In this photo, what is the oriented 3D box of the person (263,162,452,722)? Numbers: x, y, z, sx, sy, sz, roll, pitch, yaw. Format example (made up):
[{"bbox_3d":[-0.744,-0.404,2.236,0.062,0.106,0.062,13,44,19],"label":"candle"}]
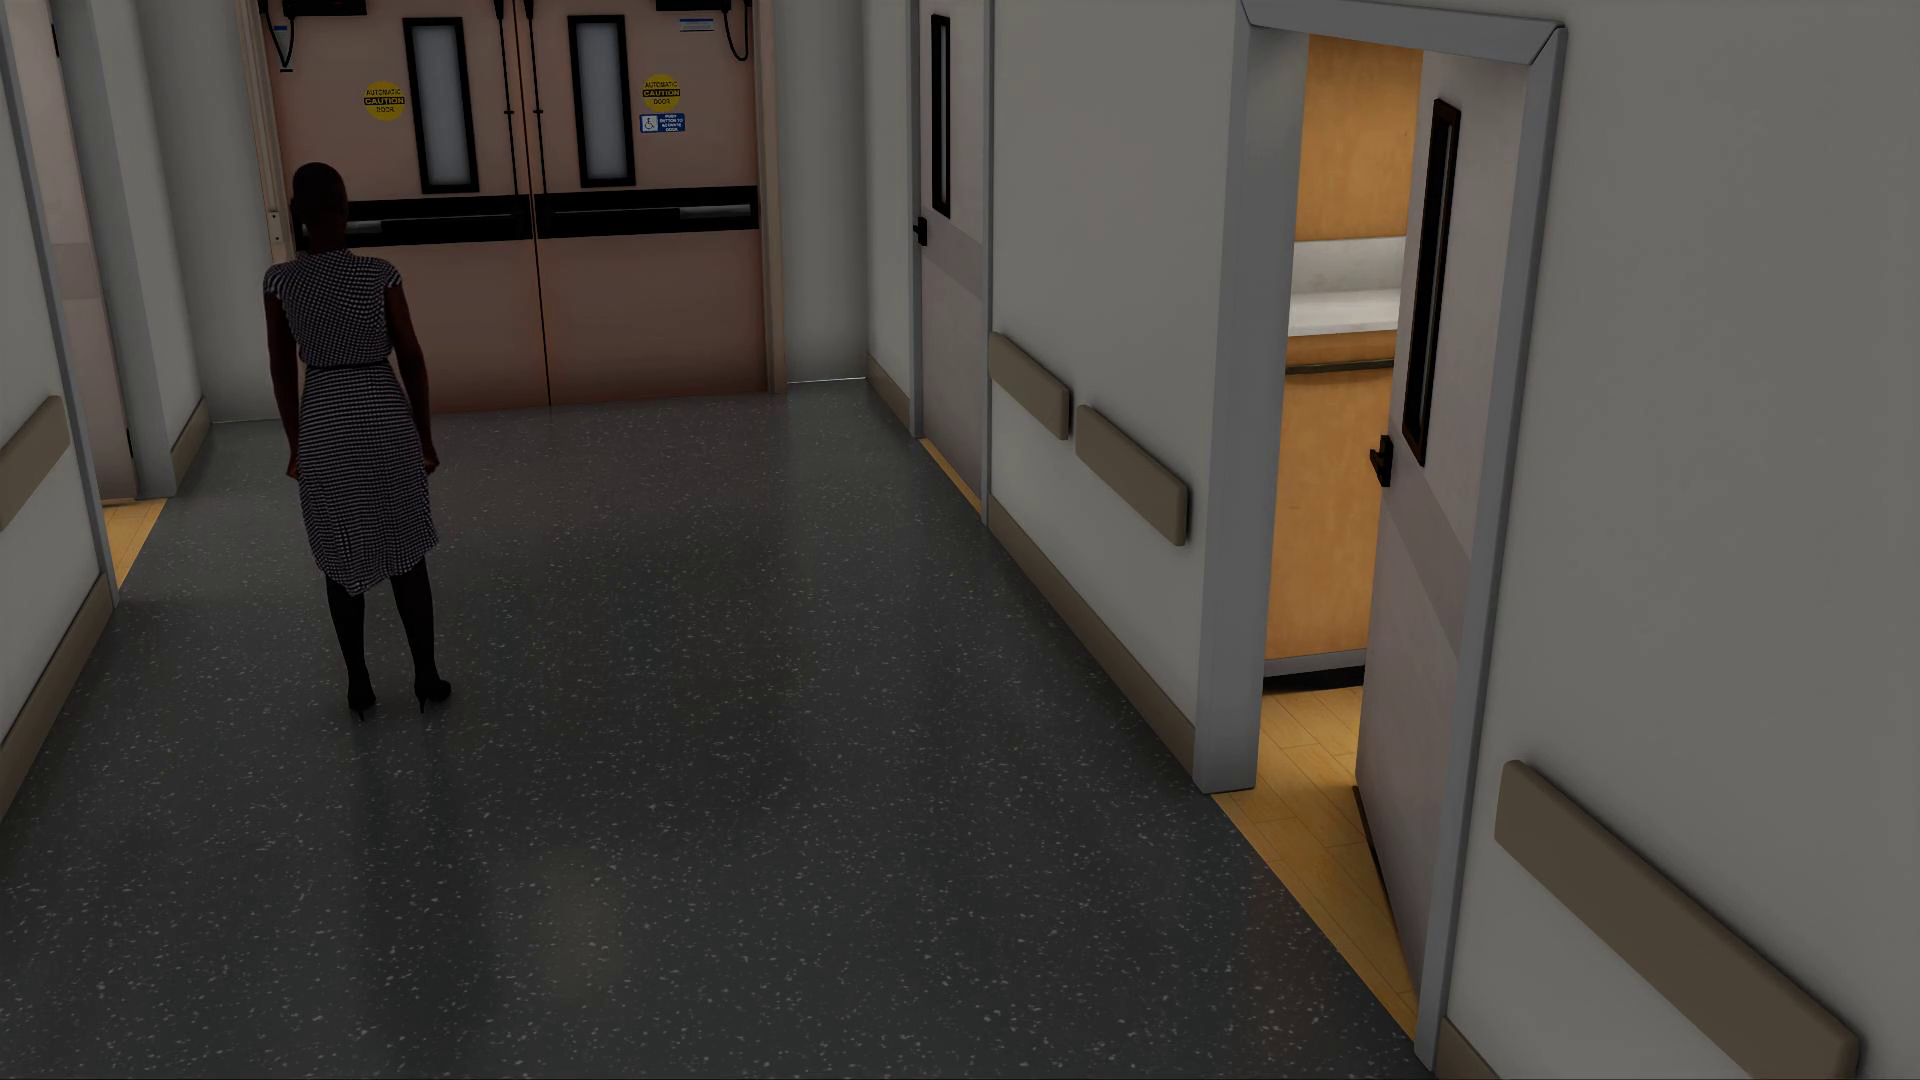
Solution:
[{"bbox_3d":[-1.900,-0.281,5.250,0.639,1.790,0.558,-3,21,-7],"label":"person"}]
